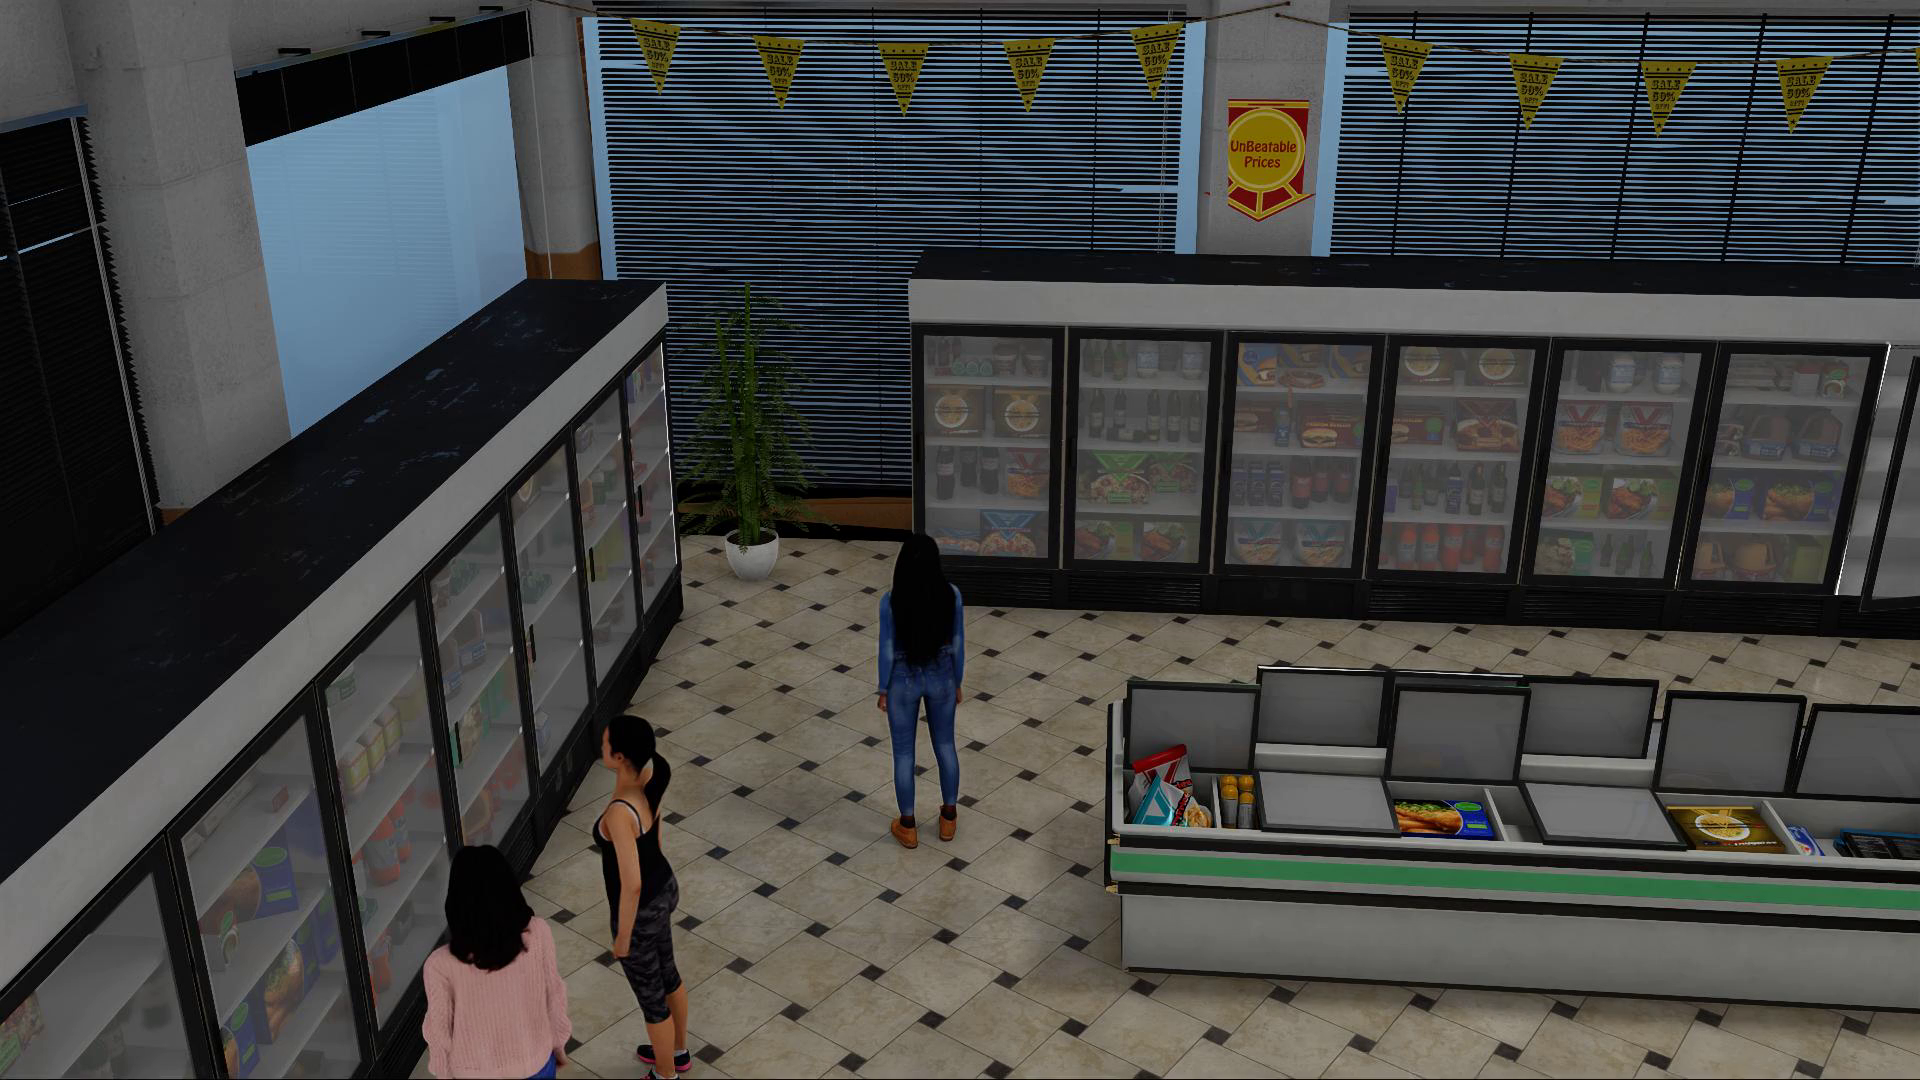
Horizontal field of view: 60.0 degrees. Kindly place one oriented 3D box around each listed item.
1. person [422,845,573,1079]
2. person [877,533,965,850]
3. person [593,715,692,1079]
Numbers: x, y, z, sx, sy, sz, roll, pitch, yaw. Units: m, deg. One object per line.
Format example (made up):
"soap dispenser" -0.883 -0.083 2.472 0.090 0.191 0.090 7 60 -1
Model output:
"person" -1.576 1.836 5.741 0.680 1.769 0.791 -11 25 -26
"person" -0.192 0.766 8.480 0.572 1.712 0.725 -6 23 -14
"person" -1.259 1.480 6.681 0.555 1.730 0.582 4 22 10
